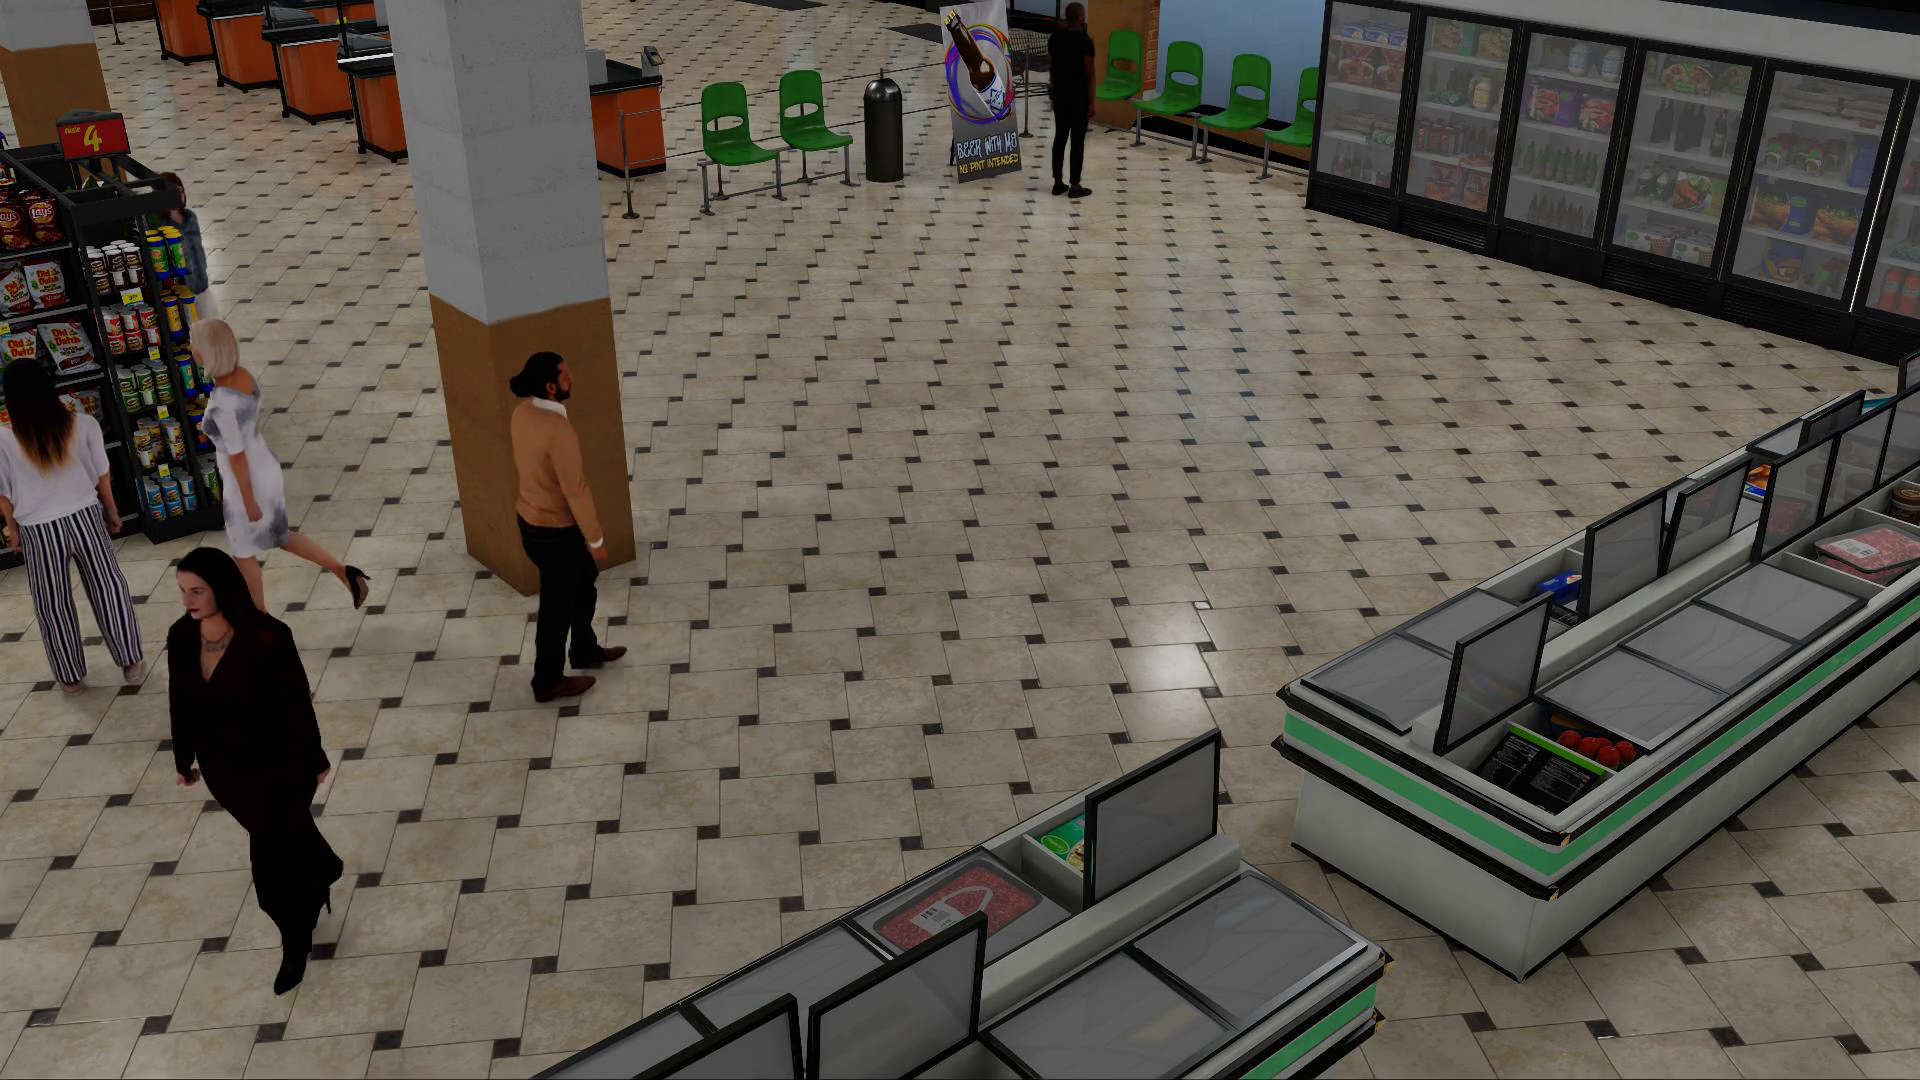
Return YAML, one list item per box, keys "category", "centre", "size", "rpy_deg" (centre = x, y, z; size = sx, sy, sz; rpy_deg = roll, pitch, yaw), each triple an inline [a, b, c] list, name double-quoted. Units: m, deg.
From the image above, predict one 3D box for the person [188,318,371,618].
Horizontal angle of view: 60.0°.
- category: "person"
  centre: [-3.447, -0.282, 8.299]
  size: [1.040, 1.728, 0.928]
  rpy_deg: [-1, 27, -2]

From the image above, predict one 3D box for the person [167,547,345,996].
- category: "person"
  centre: [-2.553, 0.774, 6.203]
  size: [0.900, 1.739, 0.980]
  rpy_deg: [8, 28, 16]

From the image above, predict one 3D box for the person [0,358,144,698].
- category: "person"
  centre: [-4.278, -0.063, 7.927]
  size: [0.606, 1.674, 0.748]
  rpy_deg: [-18, 32, -31]

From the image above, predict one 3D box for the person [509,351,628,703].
- category: "person"
  centre: [-1.973, -0.028, 7.788]
  size: [0.809, 1.736, 0.721]
  rpy_deg: [-17, 31, -30]

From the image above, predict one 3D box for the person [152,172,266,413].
- category: "person"
  centre: [-5.158, -1.578, 10.925]
  size: [0.970, 1.663, 1.076]
  rpy_deg: [9, 28, 17]

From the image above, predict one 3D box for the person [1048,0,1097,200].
- category: "person"
  centre: [1.062, -4.219, 15.962]
  size: [0.707, 1.819, 0.611]
  rpy_deg: [20, 33, 34]
